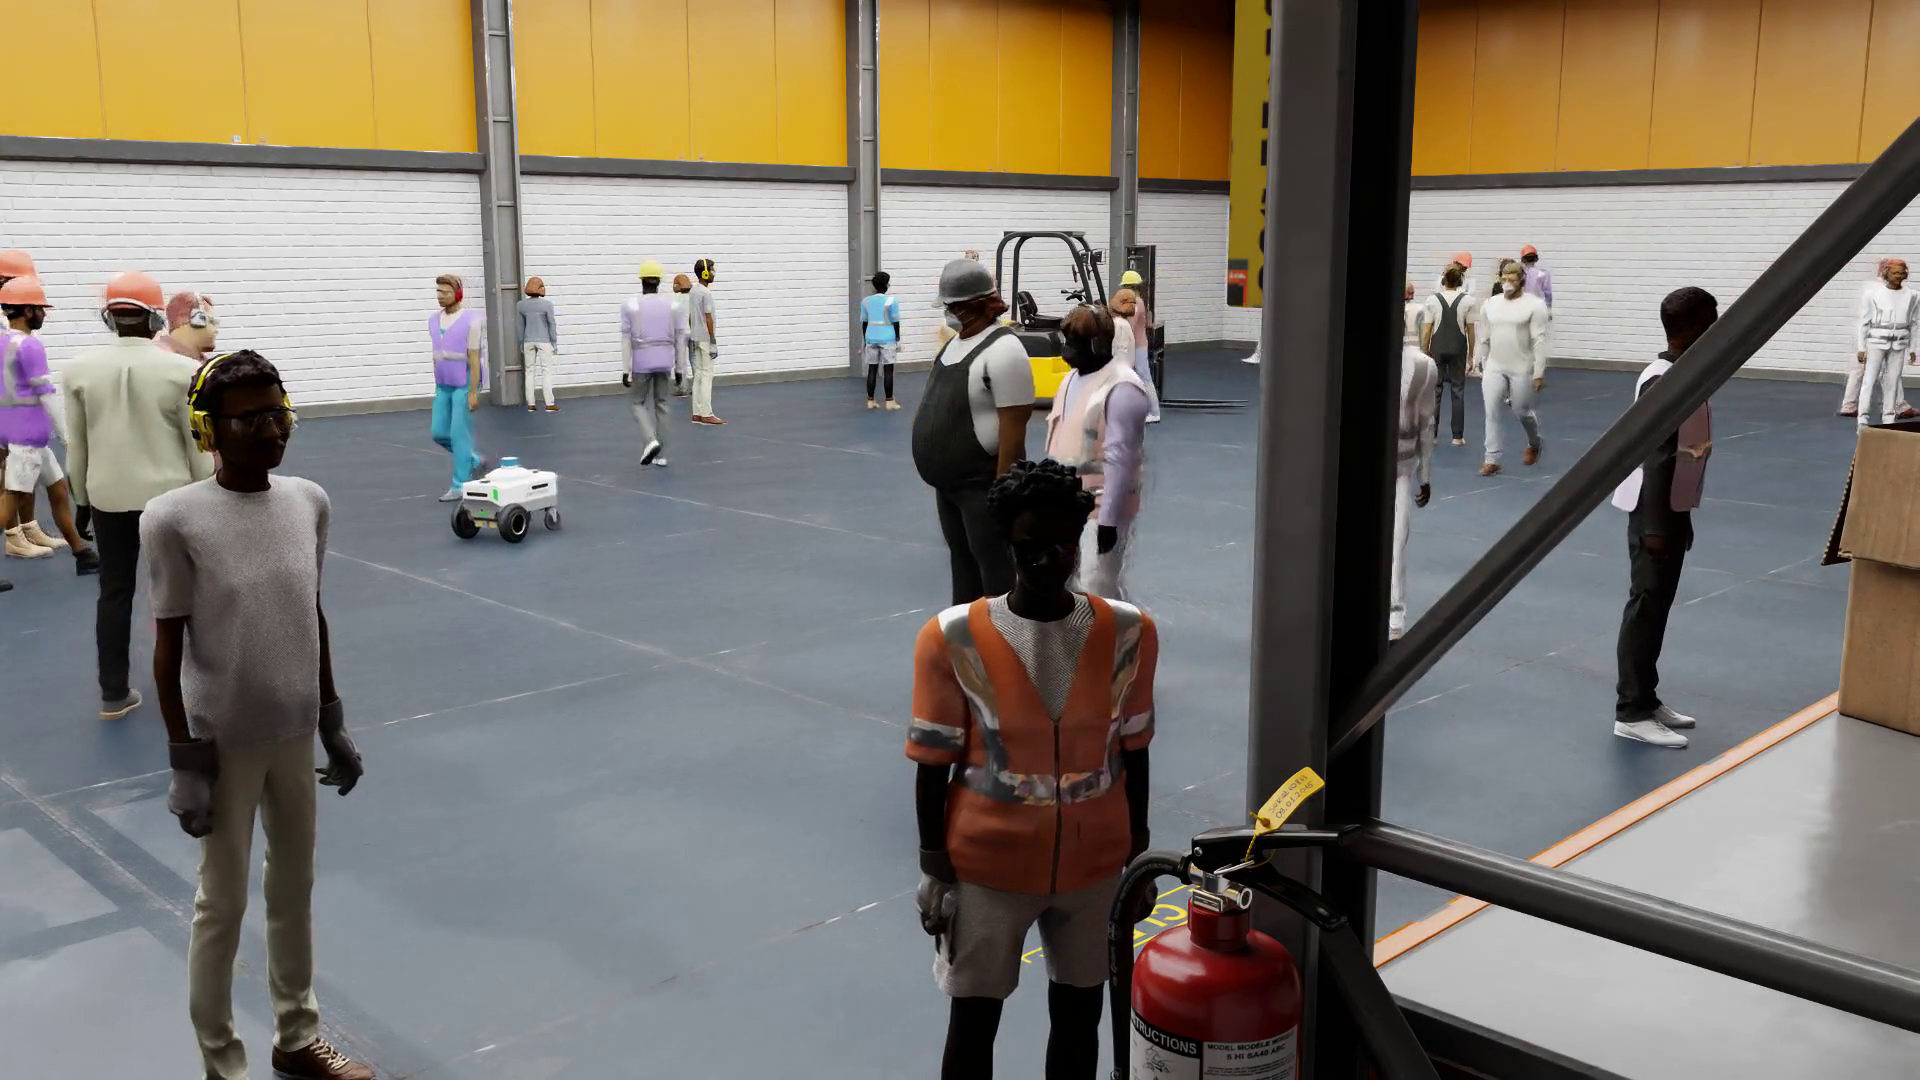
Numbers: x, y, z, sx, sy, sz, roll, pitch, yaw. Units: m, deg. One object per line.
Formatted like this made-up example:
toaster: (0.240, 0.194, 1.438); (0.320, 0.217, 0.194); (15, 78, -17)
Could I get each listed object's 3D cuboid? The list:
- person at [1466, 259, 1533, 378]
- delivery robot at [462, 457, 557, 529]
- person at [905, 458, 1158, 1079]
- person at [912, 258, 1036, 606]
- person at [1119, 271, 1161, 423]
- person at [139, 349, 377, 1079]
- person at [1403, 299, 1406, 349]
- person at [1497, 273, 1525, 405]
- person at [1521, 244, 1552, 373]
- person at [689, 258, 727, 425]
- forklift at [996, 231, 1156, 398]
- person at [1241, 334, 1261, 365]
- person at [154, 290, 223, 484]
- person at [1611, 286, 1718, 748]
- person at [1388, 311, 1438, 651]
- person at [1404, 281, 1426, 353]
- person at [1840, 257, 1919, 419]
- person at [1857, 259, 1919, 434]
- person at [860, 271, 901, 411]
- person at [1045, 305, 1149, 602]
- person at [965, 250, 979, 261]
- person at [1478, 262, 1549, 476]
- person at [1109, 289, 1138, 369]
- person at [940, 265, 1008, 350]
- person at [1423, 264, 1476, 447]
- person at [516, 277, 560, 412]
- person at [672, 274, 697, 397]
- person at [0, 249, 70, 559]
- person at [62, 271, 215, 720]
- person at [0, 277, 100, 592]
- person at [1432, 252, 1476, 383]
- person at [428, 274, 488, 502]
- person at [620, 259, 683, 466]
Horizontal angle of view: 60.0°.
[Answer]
person: (8.068, -3.295, 24.831); (0.978, 1.788, 0.629); (3, 11, 17)
delivery robot: (-3.193, -0.346, 11.814); (0.477, 0.478, 0.707); (5, 11, 24)
person: (0.156, 0.669, 3.431); (0.539, 1.695, 0.318); (-2, 11, -13)
person: (0.035, -0.346, 8.031); (0.537, 2.000, 0.674); (-5, 11, -25)
person: (1.890, -2.186, 18.905); (0.882, 1.718, 0.550); (1, 10, 6)
person: (-1.665, 0.481, 3.986); (0.333, 1.873, 0.520); (6, 12, 29)
person: (4.372, -1.998, 17.469); (0.572, 1.884, 0.672); (-7, 12, -32)
person: (6.938, -2.554, 20.931); (0.543, 1.719, 0.890); (5, 11, 25)
person: (8.629, -3.482, 25.258); (0.612, 2.004, 1.049); (7, 12, 33)
person: (-2.880, -2.239, 18.833); (0.315, 1.865, 0.534); (-7, 12, -32)
forklift: (1.222, -2.721, 20.561); (2.313, 2.155, 1.214); (2, 11, 13)
person: (5.183, -3.800, 27.326); (0.977, 1.876, 0.591); (-1, 10, -5)
person: (-3.700, -0.247, 7.987); (0.464, 1.869, 0.743); (-3, 11, -13)
person: (2.983, -0.107, 7.058); (0.391, 1.920, 0.587); (6, 12, 30)
person: (2.125, -0.332, 8.521); (0.591, 1.830, 0.946); (2, 11, 13)
person: (4.921, -2.065, 18.518); (0.527, 1.636, 0.316); (1, 10, 8)
person: (10.808, -2.332, 19.341); (0.926, 1.870, 0.647); (3, 11, 15)
person: (9.898, -2.052, 17.762); (0.584, 1.882, 0.337); (2, 11, 10)
person: (-0.954, -2.419, 20.270); (0.540, 1.695, 0.317); (5, 12, 27)
person: (0.592, -0.142, 7.502); (0.443, 1.827, 0.629); (-5, 12, -26)
person: (0.187, -3.530, 25.762); (0.651, 1.906, 0.401); (10, 14, 44)
person: (4.985, -1.542, 14.941); (0.641, 1.909, 0.893); (9, 14, 41)
person: (1.522, -1.527, 15.585); (0.265, 1.631, 0.508); (0, 10, 0)
person: (0.101, -1.034, 12.138); (0.545, 1.921, 0.494); (4, 11, 23)
person: (4.943, -1.863, 16.836); (0.507, 1.846, 0.344); (3, 11, 17)
person: (-5.120, -2.370, 20.176); (0.499, 1.634, 0.278); (2, 11, 10)
person: (-3.646, -2.704, 22.022); (0.334, 1.624, 0.532); (10, 14, 44)
person: (-6.225, -0.899, 11.046); (0.381, 2.042, 0.604); (-1, 10, -6)
person: (-3.628, -0.194, 7.410); (0.618, 1.977, 0.444); (-2, 11, -11)
person: (-5.677, -0.640, 10.091); (0.556, 1.891, 1.010); (10, 15, 44)
person: (7.127, -3.201, 24.000); (0.569, 1.890, 0.525); (2, 11, 10)
person: (-4.047, -1.230, 13.431); (0.566, 1.830, 0.522); (6, 12, 31)
person: (-2.829, -1.616, 15.306); (0.600, 1.910, 0.420); (-5, 12, -27)
